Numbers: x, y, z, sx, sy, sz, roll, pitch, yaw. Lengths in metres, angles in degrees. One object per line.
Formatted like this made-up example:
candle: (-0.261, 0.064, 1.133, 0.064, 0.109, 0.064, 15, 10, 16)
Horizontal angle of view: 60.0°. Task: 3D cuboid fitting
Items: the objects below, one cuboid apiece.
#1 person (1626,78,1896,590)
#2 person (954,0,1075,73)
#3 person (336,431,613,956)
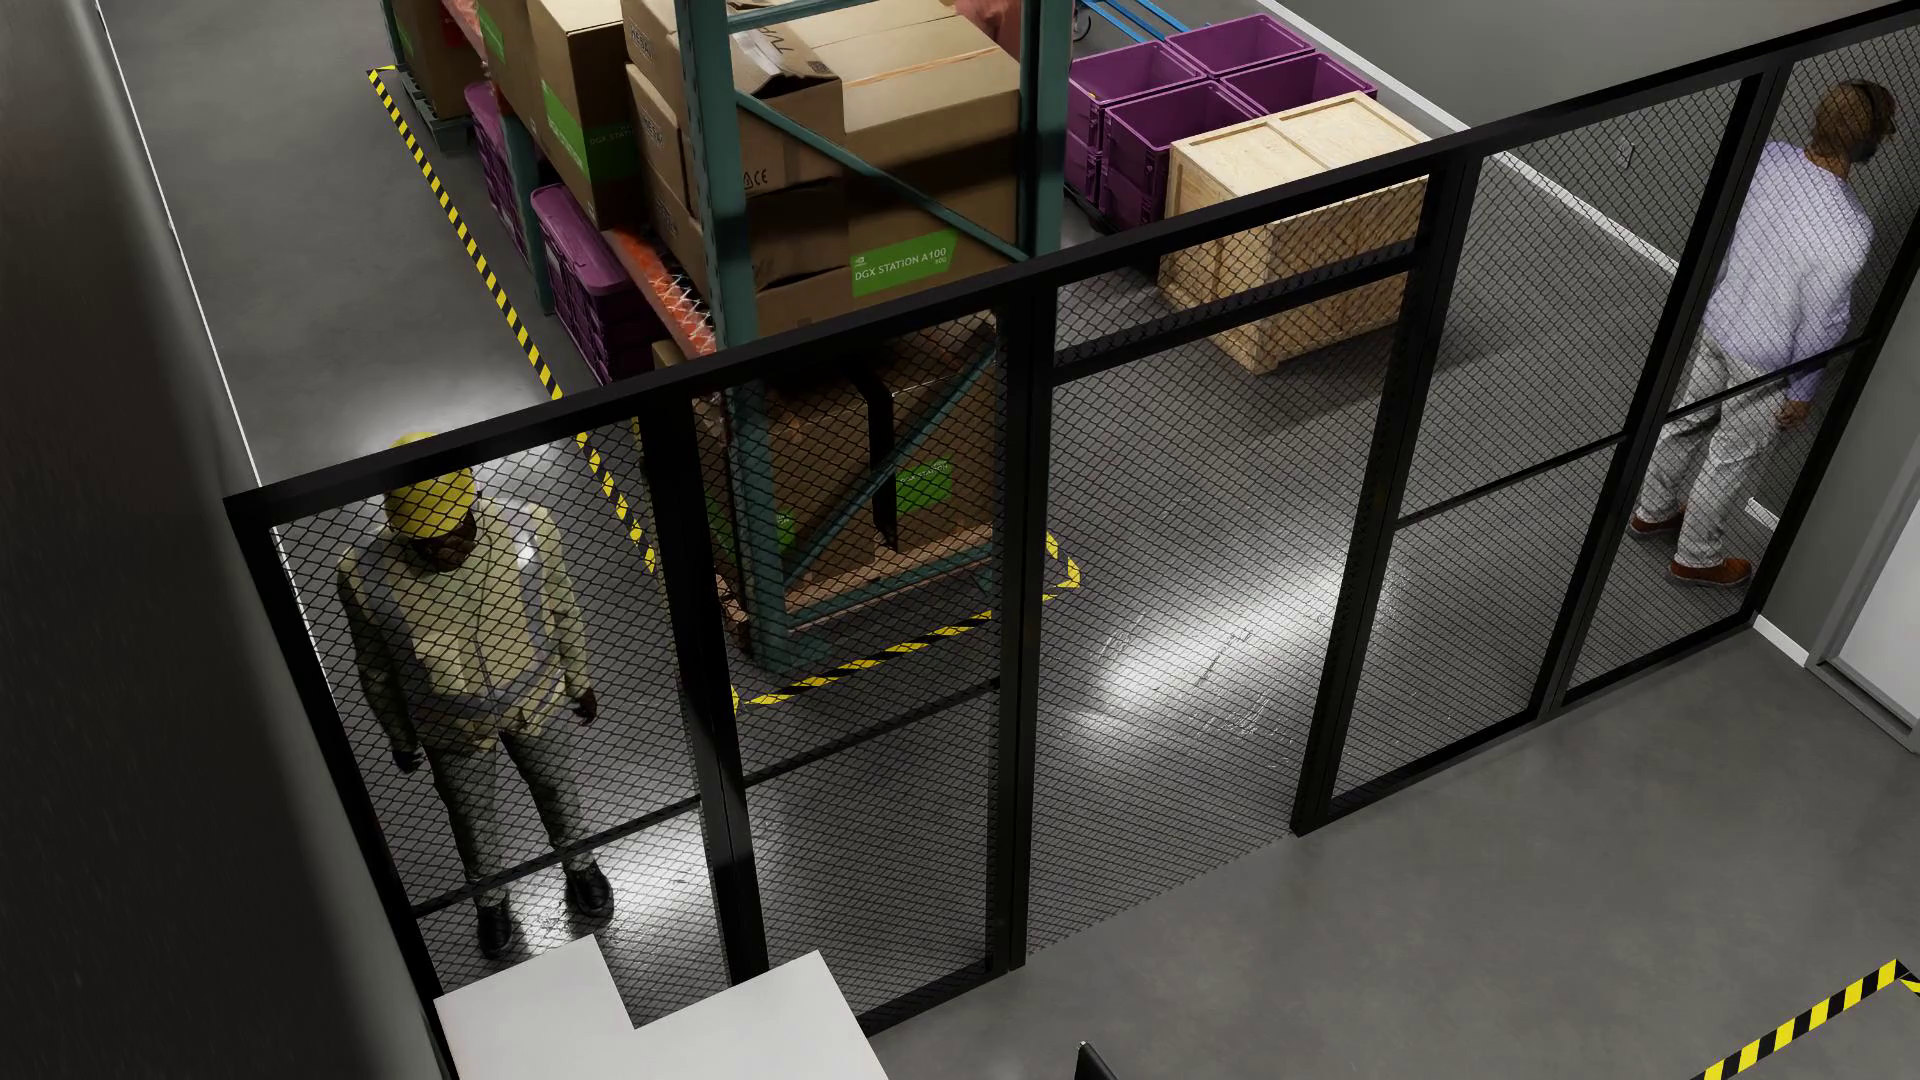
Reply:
person: (2.728, -0.666, 5.675, 0.370, 1.938, 0.631, -8, 43, -9)
person: (0.205, -1.808, 6.881, 0.612, 1.996, 0.386, -30, 50, -29)
person: (-1.289, 0.439, 4.542, 0.596, 1.832, 0.404, -18, 45, -19)
